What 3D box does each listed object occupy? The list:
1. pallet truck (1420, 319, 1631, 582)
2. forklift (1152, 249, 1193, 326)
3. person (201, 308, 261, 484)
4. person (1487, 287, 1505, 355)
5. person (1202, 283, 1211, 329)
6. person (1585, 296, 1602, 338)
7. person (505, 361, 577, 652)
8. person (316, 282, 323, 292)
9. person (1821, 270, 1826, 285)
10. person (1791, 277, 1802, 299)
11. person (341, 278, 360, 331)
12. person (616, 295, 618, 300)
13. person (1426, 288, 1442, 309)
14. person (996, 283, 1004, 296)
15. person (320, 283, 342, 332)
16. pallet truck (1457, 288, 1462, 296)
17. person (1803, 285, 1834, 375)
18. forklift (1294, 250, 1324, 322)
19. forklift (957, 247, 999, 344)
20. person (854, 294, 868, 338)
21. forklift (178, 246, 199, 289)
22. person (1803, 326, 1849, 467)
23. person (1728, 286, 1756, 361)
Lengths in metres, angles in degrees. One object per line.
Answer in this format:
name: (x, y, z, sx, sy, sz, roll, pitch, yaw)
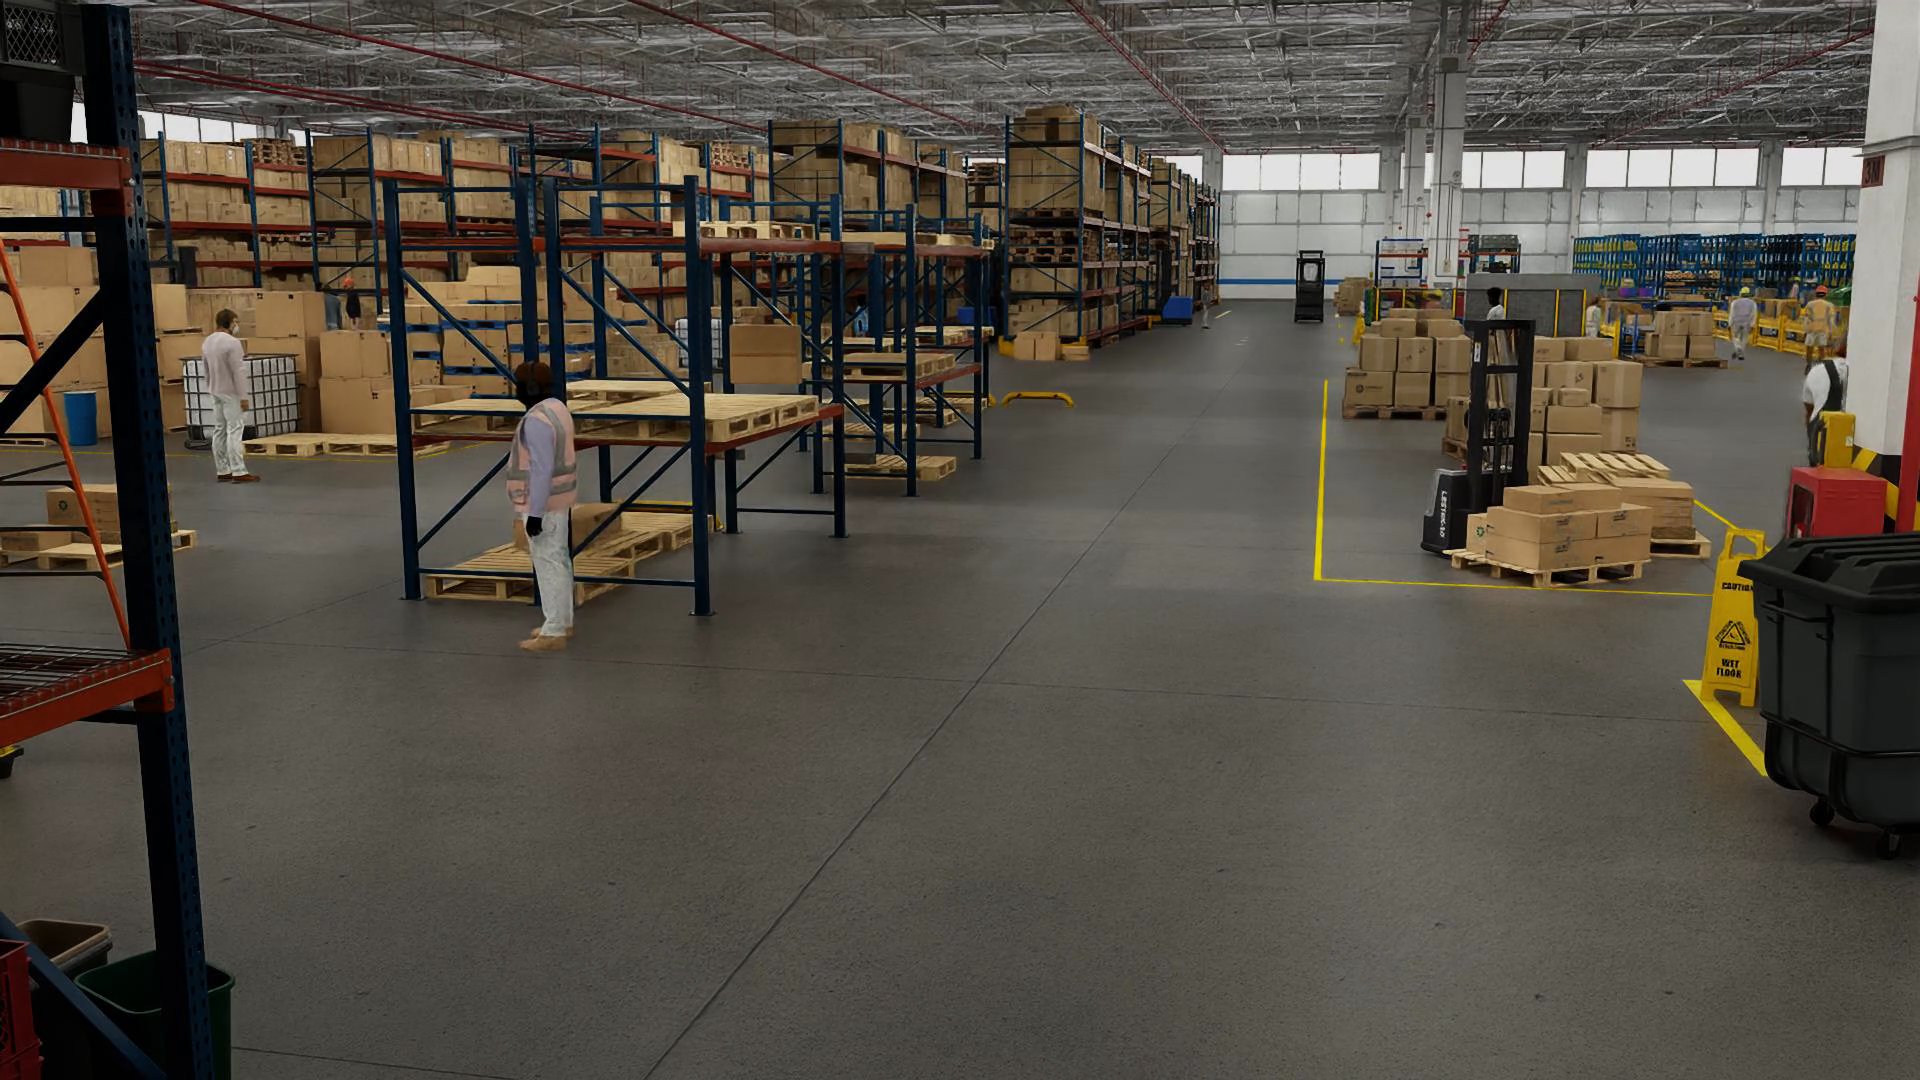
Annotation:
pallet truck: (4.543, -0.757, 13.299, 0.823, 1.965, 1.885, -4, 10, -22)
forklift: (7.646, -9.320, 61.395, 1.873, 2.768, 1.129, 2, 10, 11)
person: (-8.086, -1.584, 18.389, 0.627, 1.933, 0.371, 6, 11, 33)
person: (9.940, -3.727, 30.975, 0.367, 1.967, 0.606, 0, 10, 2)
person: (8.778, -8.327, 59.202, 0.284, 1.633, 0.500, 0, 10, 2)
person: (14.613, -4.816, 38.400, 0.310, 1.636, 0.523, -2, 10, -11)
person: (-2.652, -0.215, 10.558, 0.429, 1.839, 0.634, 0, 10, -1)
person: (-15.573, -5.330, 40.612, 0.597, 1.918, 0.383, -2, 10, -12)
person: (42.892, -12.476, 82.724, 0.391, 1.987, 0.608, 4, 10, 22)
person: (35.030, -10.118, 69.505, 0.783, 1.736, 0.549, 2, 10, 11)
person: (-15.813, -5.801, 43.246, 0.428, 1.982, 0.630, -4, 10, -22)
person: (-8.497, -5.253, 41.007, 0.523, 1.630, 0.324, 1, 10, 3)
person: (11.738, -5.337, 41.104, 0.326, 1.767, 0.533, -5, 11, -28)
person: (1.363, -8.651, 61.222, 0.735, 1.600, 0.501, 3, 10, 19)
person: (-14.592, -4.964, 38.417, 0.630, 1.931, 0.366, -7, 12, -35)
pallet truck: (20.506, -9.785, 68.819, 0.653, 1.274, 1.630, 2, 10, 12)
person: (18.377, -4.488, 35.627, 0.551, 1.924, 0.408, 3, 10, 19)
forklift: (13.778, -10.002, 65.433, 1.129, 2.768, 1.873, 2, 10, 12)
forklift: (0.587, -7.172, 48.673, 1.129, 2.768, 1.873, 2, 10, 12)
person: (-2.235, -4.737, 37.758, 0.317, 1.695, 0.540, 0, 10, 1)
forklift: (-21.095, -6.659, 45.635, 1.873, 2.768, 1.129, -6, 11, -32)
person: (7.121, -0.803, 13.447, 0.939, 2.000, 0.677, -7, 12, -38)
person: (19.172, -5.312, 40.825, 0.617, 1.805, 0.590, 2, 10, 11)
